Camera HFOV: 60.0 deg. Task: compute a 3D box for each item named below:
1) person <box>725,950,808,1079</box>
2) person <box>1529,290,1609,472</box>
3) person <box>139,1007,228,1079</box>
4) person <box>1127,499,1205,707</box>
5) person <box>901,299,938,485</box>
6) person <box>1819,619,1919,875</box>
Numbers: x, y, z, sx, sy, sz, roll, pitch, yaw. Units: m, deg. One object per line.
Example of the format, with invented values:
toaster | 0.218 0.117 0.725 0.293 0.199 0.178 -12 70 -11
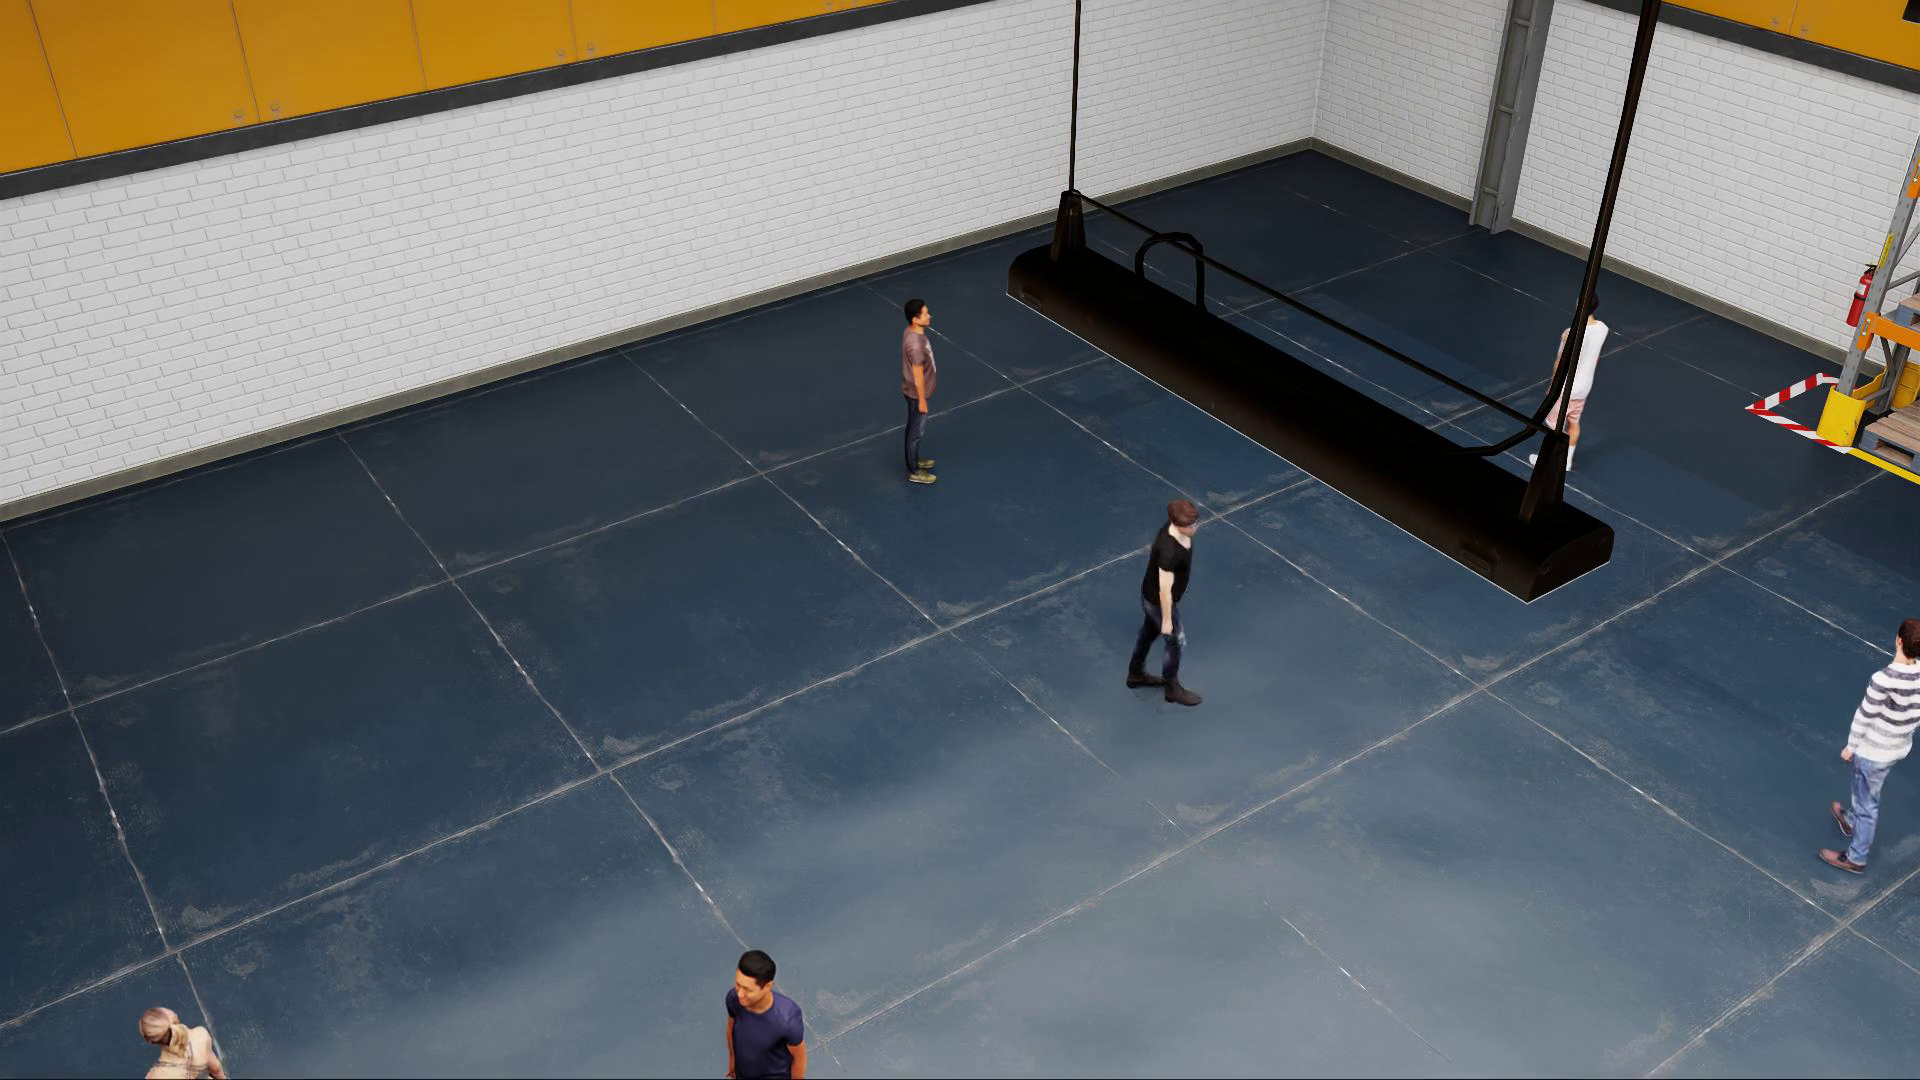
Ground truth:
person | -1.008 2.800 8.760 0.622 1.793 0.772 18 38 25
person | 5.562 -1.422 15.120 0.666 1.784 0.629 -13 36 -19
person | -3.821 3.008 8.538 0.900 1.693 0.782 16 37 22
person | 1.474 0.435 12.266 1.043 1.852 0.983 0 34 1
person | -0.397 -1.364 15.037 0.773 1.779 0.662 -2 34 -3
person | 6.054 1.381 10.864 0.756 1.829 0.869 -15 36 -21
